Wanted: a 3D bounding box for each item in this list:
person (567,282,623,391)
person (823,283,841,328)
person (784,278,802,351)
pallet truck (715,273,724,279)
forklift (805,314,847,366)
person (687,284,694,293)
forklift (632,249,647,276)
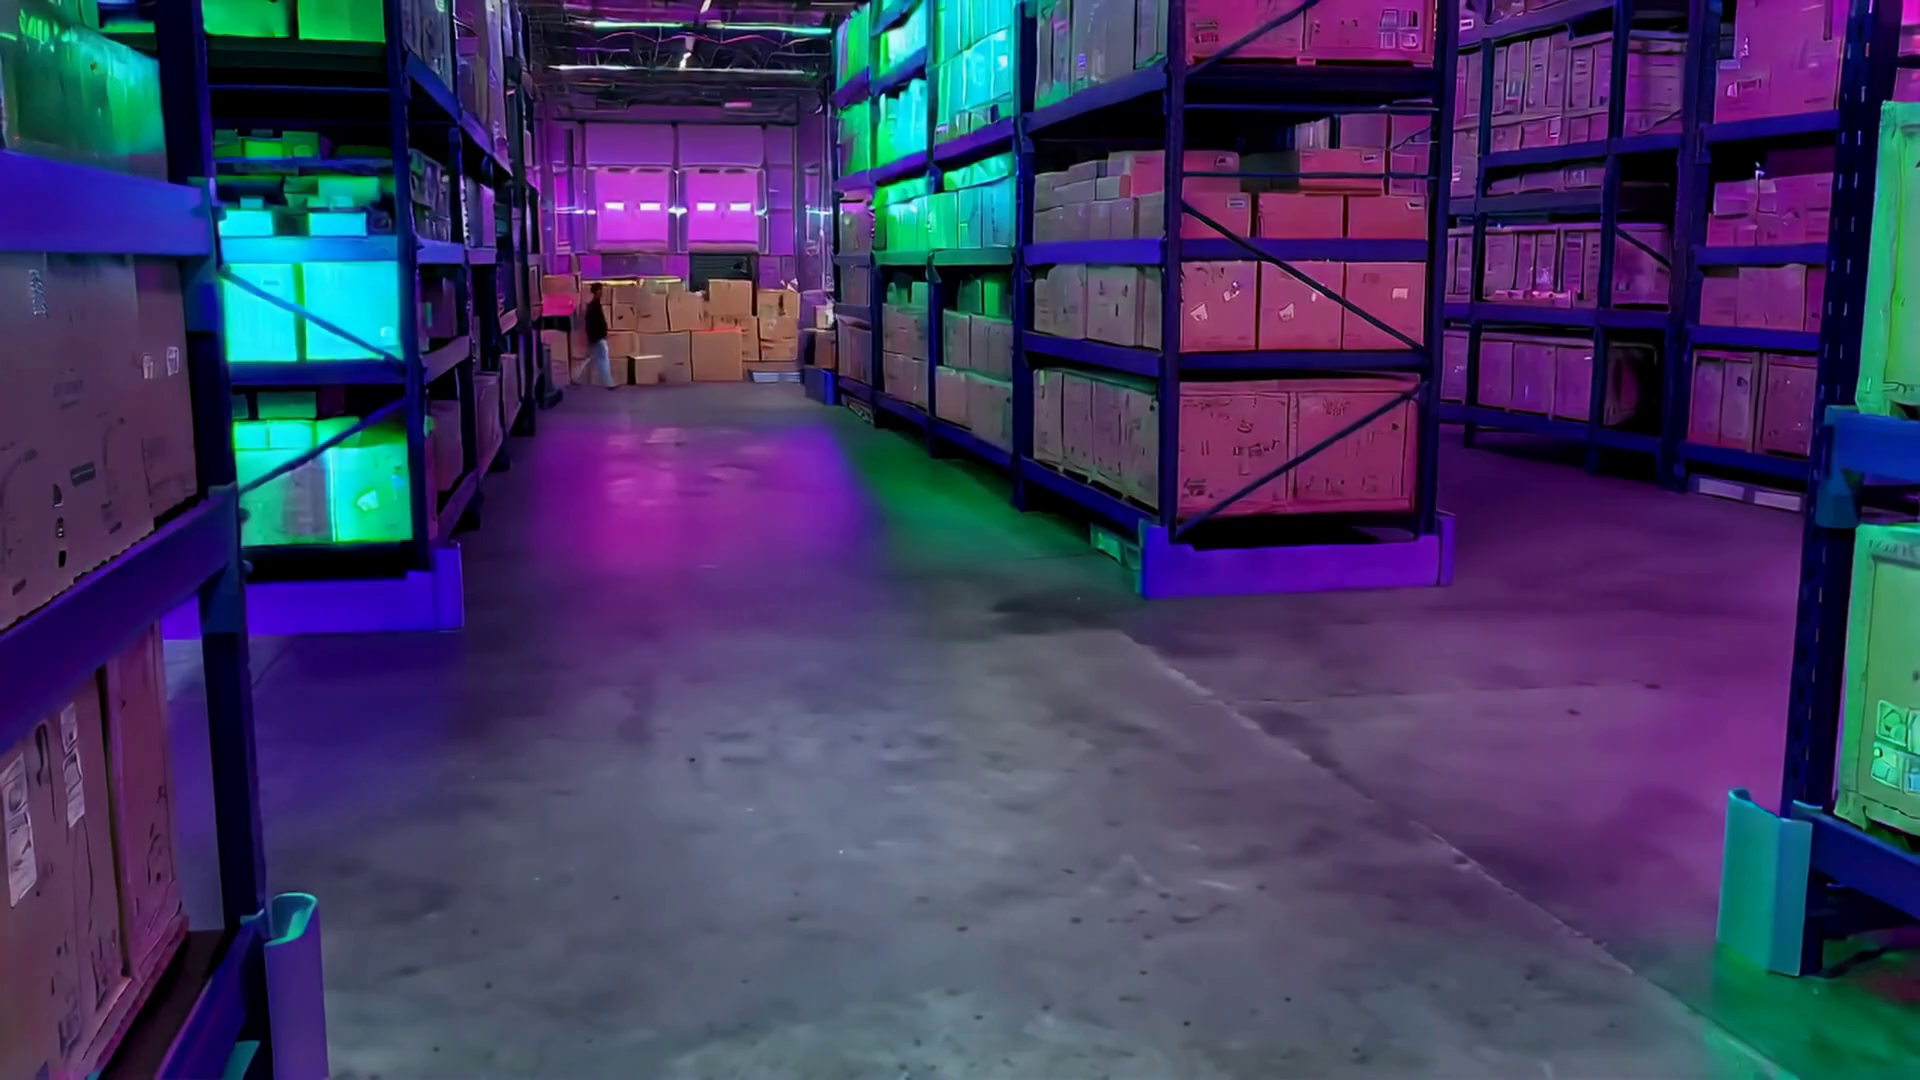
[{"bbox_3d":[-6.548,-3.625,29.691,0.899,1.970,0.608,-4,10,-24],"label":"person"},{"bbox_3d":[-2.529,-4.311,34.068,0.827,1.914,0.553,3,10,20],"label":"person"},{"bbox_3d":[-4.383,-5.916,43.759,0.371,1.936,0.629,5,11,28],"label":"person"},{"bbox_3d":[-8.580,-8.986,62.280,1.885,1.965,0.823,1,9,5],"label":"pallet truck"},{"bbox_3d":[-1.809,-4.163,30.199,1.873,2.768,1.129,-7,12,-36],"label":"forklift"},{"bbox_3d":[-6.106,-4.809,37.326,0.429,1.837,0.629,-7,11,-35],"label":"person"},{"bbox_3d":[-10.652,-8.274,55.253,1.873,2.768,1.129,-1,9,-5],"label":"forklift"}]
